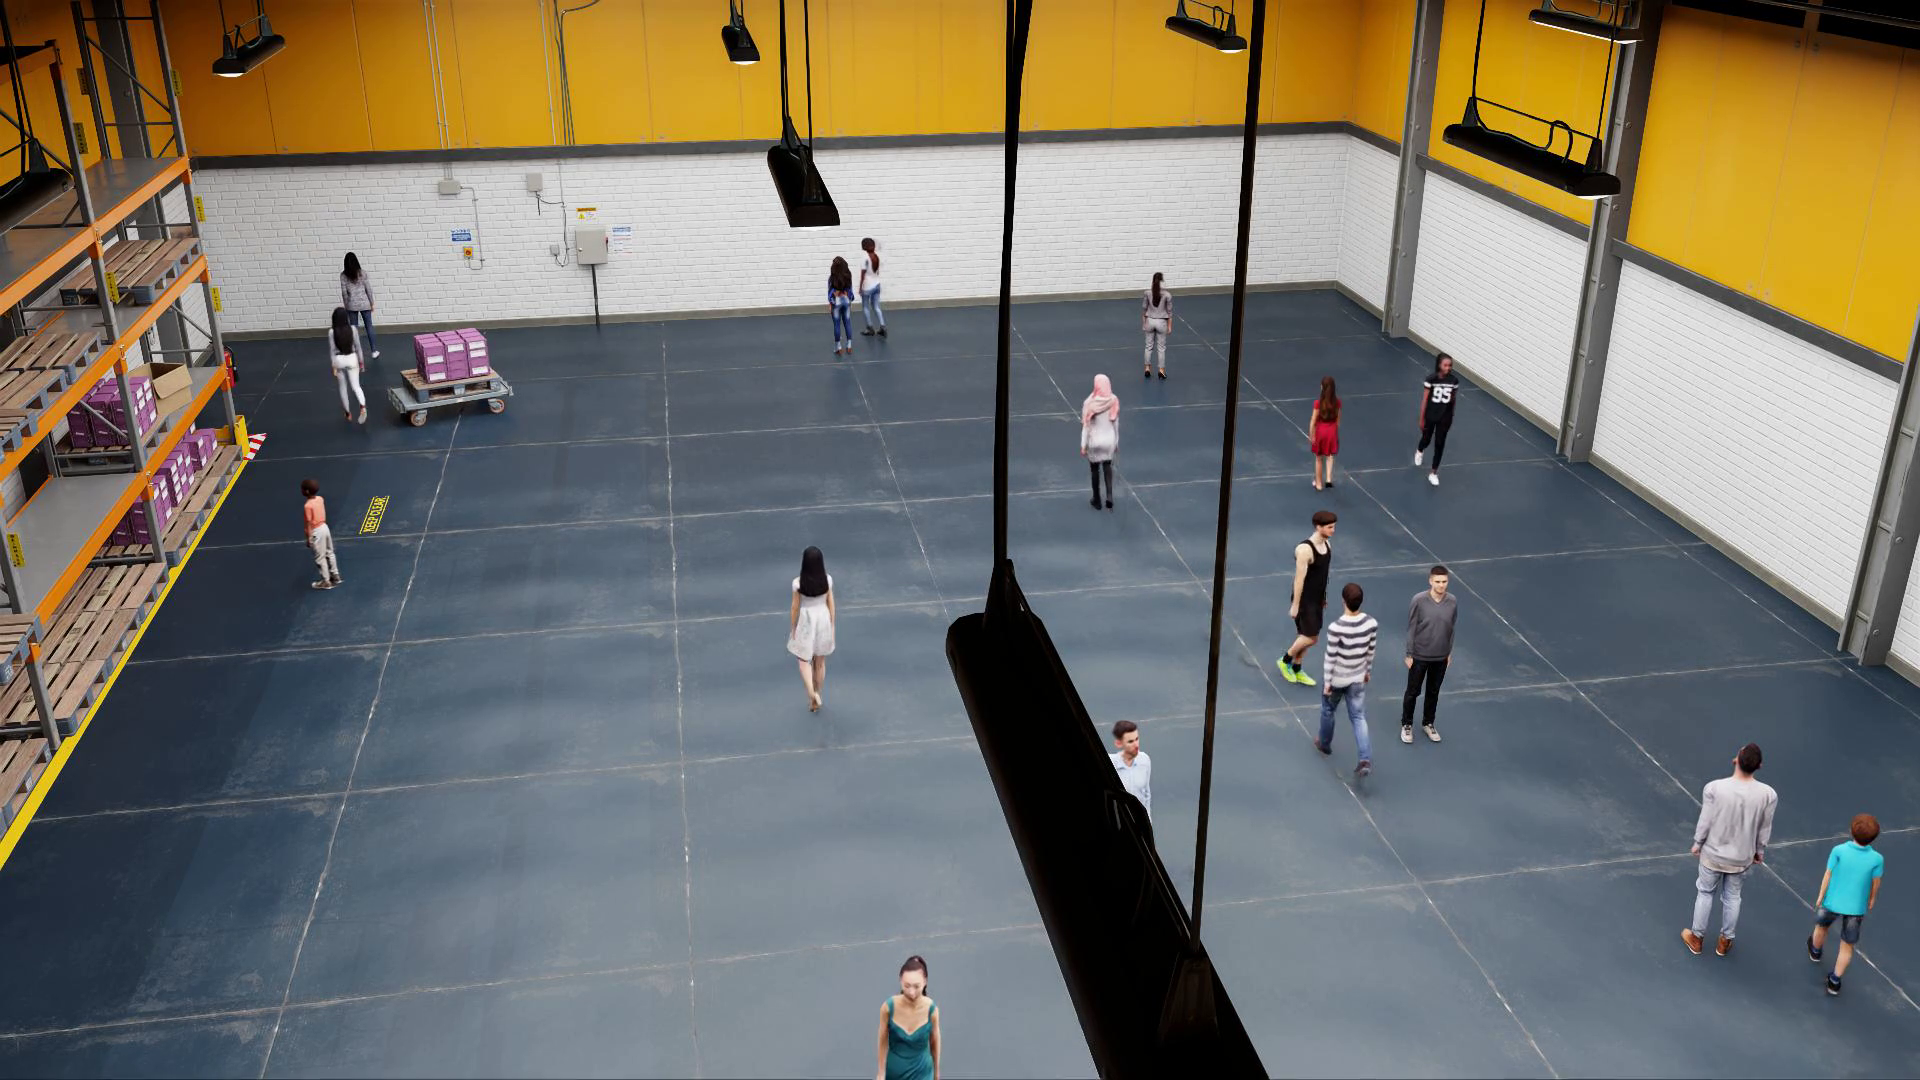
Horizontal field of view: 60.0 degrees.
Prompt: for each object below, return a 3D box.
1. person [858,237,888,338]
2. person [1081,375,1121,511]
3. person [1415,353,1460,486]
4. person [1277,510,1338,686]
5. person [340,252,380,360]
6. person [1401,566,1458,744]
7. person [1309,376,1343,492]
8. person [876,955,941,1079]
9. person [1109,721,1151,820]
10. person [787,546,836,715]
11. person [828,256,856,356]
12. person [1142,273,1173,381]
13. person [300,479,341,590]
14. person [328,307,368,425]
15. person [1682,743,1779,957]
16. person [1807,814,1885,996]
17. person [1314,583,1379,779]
[{"bbox_3d":[-1.453,-4.178,27.709,0.817,1.699,0.761,20,31,38],"label":"person"},{"bbox_3d":[1.788,-1.177,20.723,0.668,1.795,0.802,-6,24,-13],"label":"person"},{"bbox_3d":[6.231,-1.624,21.843,0.731,1.717,0.988,0,24,1],"label":"person"},{"bbox_3d":[3.416,0.562,16.647,0.898,1.875,0.840,20,30,37],"label":"person"},{"bbox_3d":[-9.680,-3.777,26.749,0.630,1.733,0.551,-7,25,-15],"label":"person"},{"bbox_3d":[4.413,1.061,15.647,0.629,1.761,0.559,-2,24,-5],"label":"person"},{"bbox_3d":[4.727,-1.343,21.412,0.584,1.548,0.711,-1,24,-3],"label":"person"},{"bbox_3d":[-0.319,3.334,10.570,0.737,1.662,1.035,3,24,6],"label":"person"},{"bbox_3d":[1.263,2.217,12.887,0.695,1.854,0.664,-9,25,-19],"label":"person"},{"bbox_3d":[-1.383,0.917,15.972,0.642,1.763,0.806,-6,24,-13],"label":"person"},{"bbox_3d":[-1.942,-3.825,27.002,0.665,1.617,0.633,-11,26,-23],"label":"person"},{"bbox_3d":[3.042,-3.315,25.761,0.727,1.677,0.751,9,25,20],"label":"person"},{"bbox_3d":[-7.259,-0.082,18.827,0.596,1.307,0.499,6,24,13],"label":"person"},{"bbox_3d":[-8.737,-2.457,23.770,0.851,1.700,1.125,-14,27,-29],"label":"person"},{"bbox_3d":[5.833,2.342,12.617,0.757,1.840,0.714,5,24,11],"label":"person"},{"bbox_3d":[6.552,2.709,12.298,0.800,1.422,0.920,10,26,22],"label":"person"},{"bbox_3d":[3.544,1.288,15.051,0.639,1.821,1.115,-4,24,-9],"label":"person"}]
